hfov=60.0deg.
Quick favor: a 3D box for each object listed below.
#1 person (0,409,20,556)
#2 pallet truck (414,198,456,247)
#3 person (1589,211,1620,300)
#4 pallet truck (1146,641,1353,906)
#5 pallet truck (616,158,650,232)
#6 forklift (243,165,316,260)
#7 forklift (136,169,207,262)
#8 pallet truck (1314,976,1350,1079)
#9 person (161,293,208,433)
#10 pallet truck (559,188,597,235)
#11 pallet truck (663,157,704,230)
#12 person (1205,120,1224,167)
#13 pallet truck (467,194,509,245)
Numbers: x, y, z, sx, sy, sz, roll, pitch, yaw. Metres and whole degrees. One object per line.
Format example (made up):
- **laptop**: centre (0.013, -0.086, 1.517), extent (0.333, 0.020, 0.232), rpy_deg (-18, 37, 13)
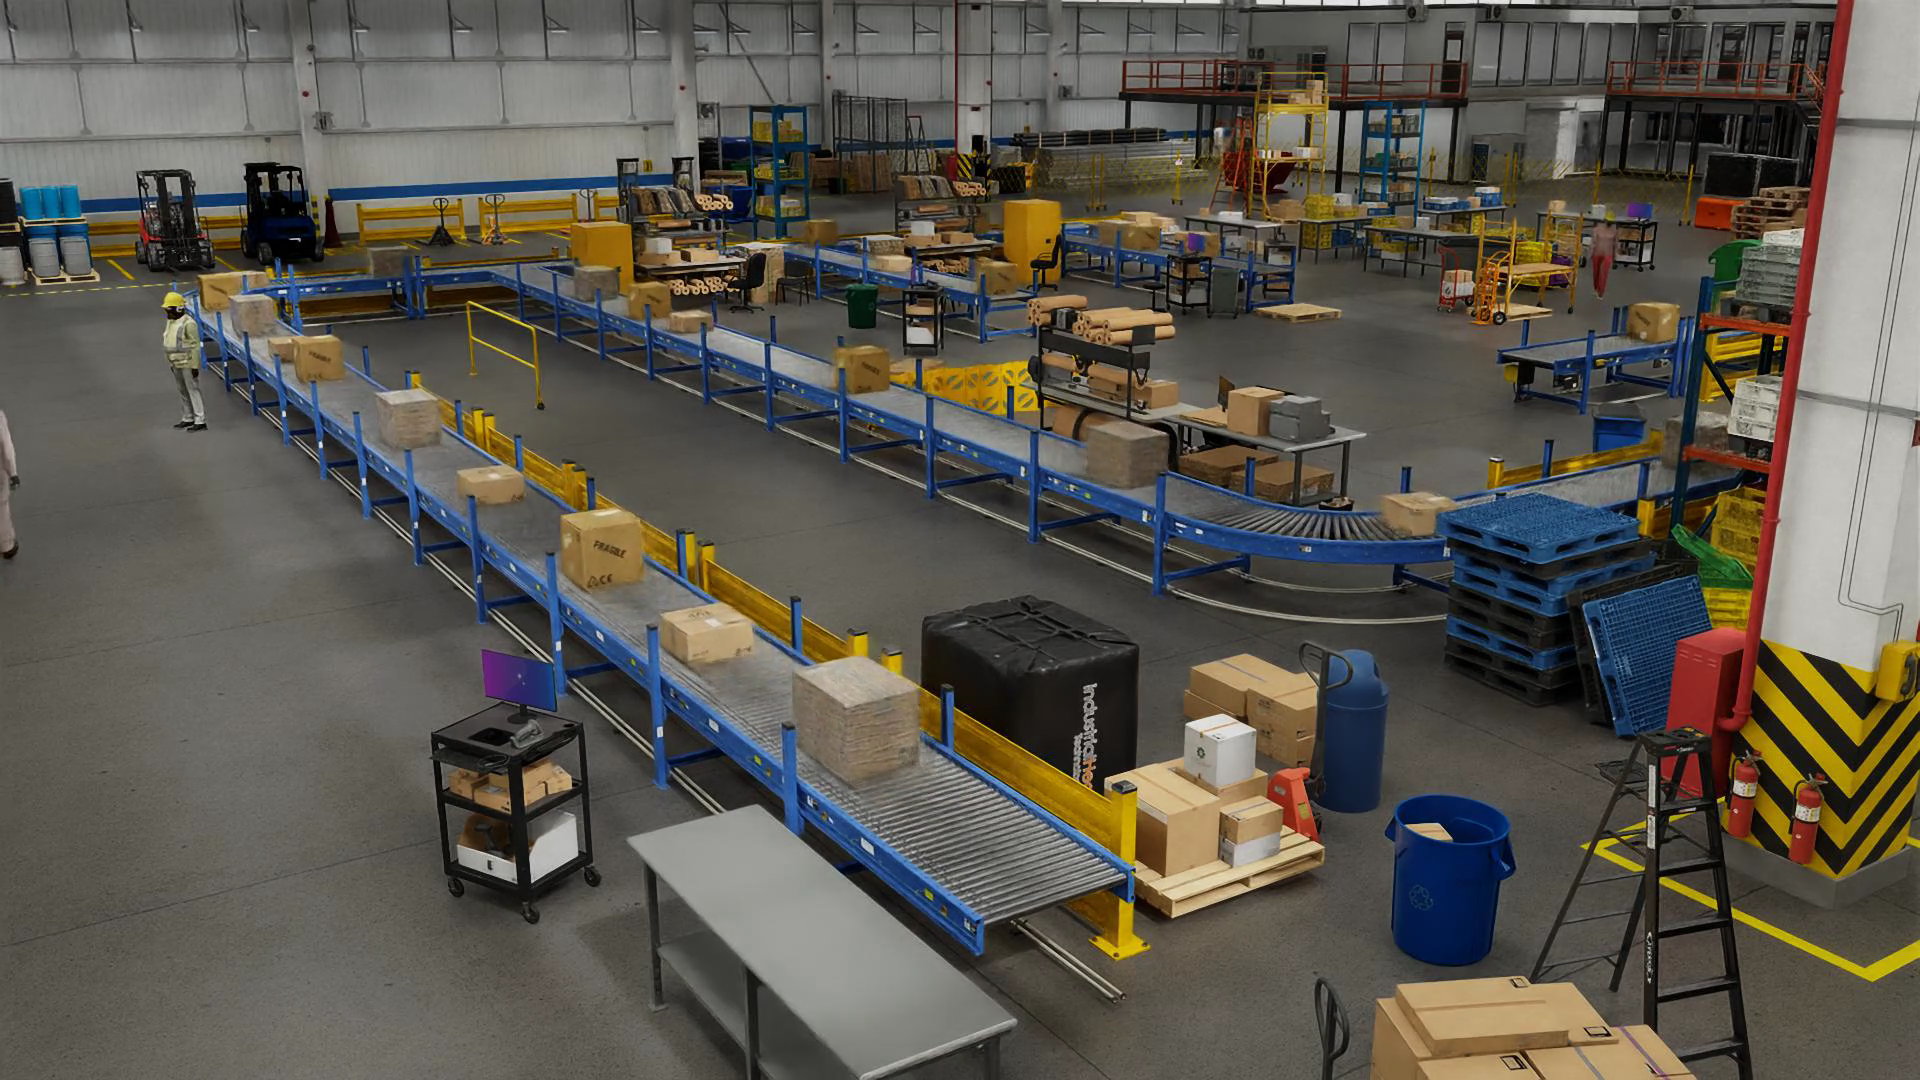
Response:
- **person**: centre (-9.538, -0.678, 16.173), extent (0.681, 1.872, 0.869), rpy_deg (-8, 18, -25)
- **pallet truck**: centre (-13.250, -8.060, 41.856), extent (0.680, 1.201, 1.601), rpy_deg (-10, 20, -31)
- **person**: centre (12.779, -5.671, 33.031), extent (0.530, 1.734, 0.741), rpy_deg (7, 18, 21)
- **pallet truck**: centre (1.664, 1.407, 10.232), extent (1.630, 1.274, 0.653), rpy_deg (-10, 20, -31)
- **pallet truck**: centre (-8.918, -9.176, 44.255), extent (0.823, 1.965, 1.885), rpy_deg (-9, 19, -27)
- **forklift**: centre (-15.898, -7.669, 38.708), extent (1.157, 1.987, 2.680), rpy_deg (-11, 20, -33)
- **forklift**: centre (-17.842, -7.318, 37.559), extent (1.157, 1.987, 2.680), rpy_deg (-10, 20, -31)
- **pallet truck**: centre (2.299, 2.390, 7.086), extent (1.601, 1.201, 0.680), rpy_deg (-2, 17, -7)
- **person**: centre (-10.145, -2.317, 21.712), extent (0.601, 1.830, 0.404), rpy_deg (12, 21, 35)
- **pallet truck**: centre (-10.010, -8.652, 43.699), extent (0.653, 1.274, 1.630), rpy_deg (-10, 20, -31)
- **pallet truck**: centre (-7.586, -9.308, 44.692), extent (0.823, 1.965, 1.885), rpy_deg (-11, 20, -33)
- **person**: centre (10.396, -16.095, 67.542), extent (0.584, 1.841, 0.938), rpy_deg (-11, 20, -33)
- **pallet truck**: centre (-11.983, -8.177, 42.137), extent (0.704, 1.261, 1.522), rpy_deg (-11, 20, -33)
